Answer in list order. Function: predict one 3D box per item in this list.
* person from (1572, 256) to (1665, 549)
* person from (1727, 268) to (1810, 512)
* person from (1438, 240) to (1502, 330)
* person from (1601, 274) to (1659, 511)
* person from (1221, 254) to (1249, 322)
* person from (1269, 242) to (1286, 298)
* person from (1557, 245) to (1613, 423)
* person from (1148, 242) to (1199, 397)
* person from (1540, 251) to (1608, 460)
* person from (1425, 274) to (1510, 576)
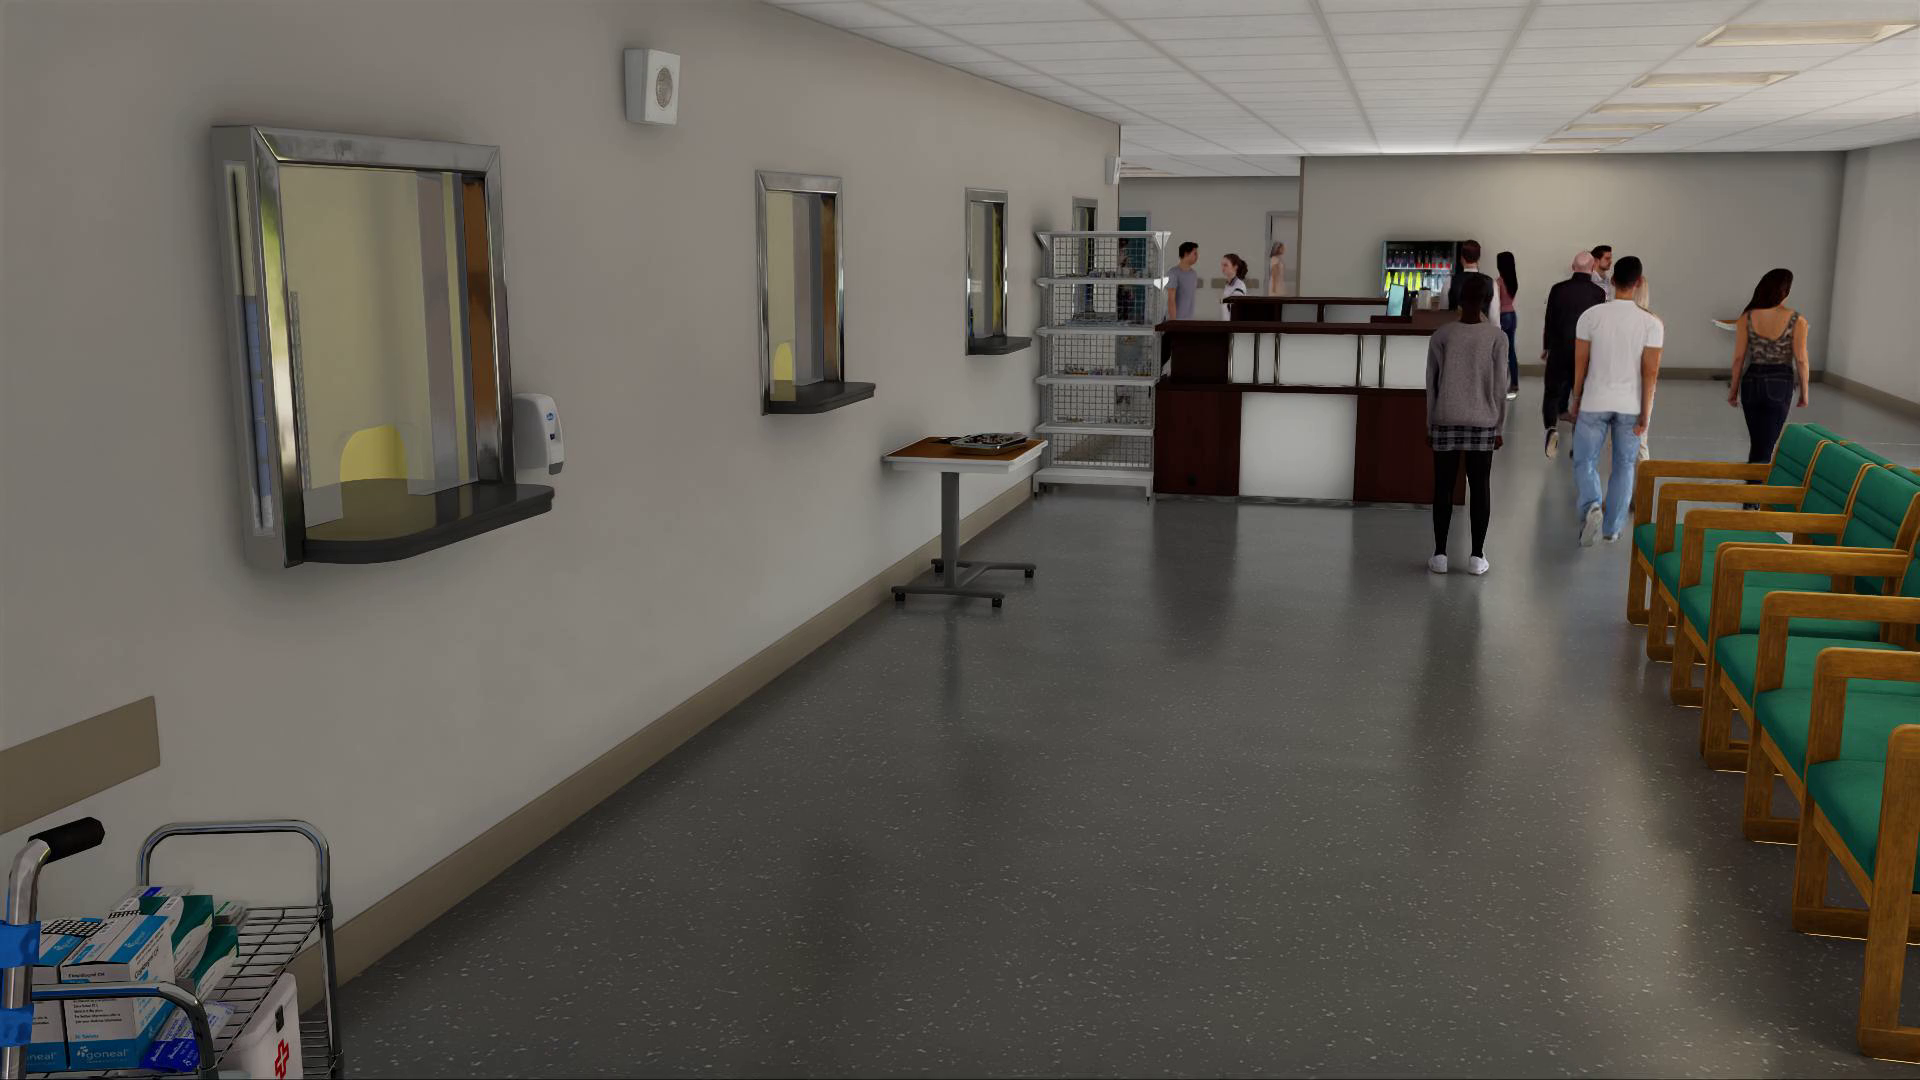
[{"bbox_3d":[4.113,-0.845,10.532,0.981,1.839,0.790,4,12,21],"label":"person"},{"bbox_3d":[5.506,-0.968,11.428,0.914,1.745,0.905,-10,15,-43],"label":"person"},{"bbox_3d":[4.385,-1.663,14.628,0.779,1.918,0.856,5,12,25],"label":"person"},{"bbox_3d":[4.826,-1.068,12.010,0.621,1.724,0.741,-3,11,-14],"label":"person"},{"bbox_3d":[3.098,-2.221,18.182,1.226,1.691,1.009,-3,11,-17],"label":"person"},{"bbox_3d":[5.936,-4.812,31.743,0.765,1.724,0.660,1,11,6],"label":"person"},{"bbox_3d":[6.434,-2.092,17.186,1.128,1.809,1.214,-7,13,-32],"label":"person"},{"bbox_3d":[2.471,-2.504,19.354,1.151,1.808,1.335,-9,14,-39],"label":"person"},{"bbox_3d":[5.265,-1.557,14.354,1.096,1.811,0.855,5,12,24],"label":"person"},{"bbox_3d":[2.992,-0.684,9.868,0.462,1.769,0.671,3,11,16],"label":"person"}]
